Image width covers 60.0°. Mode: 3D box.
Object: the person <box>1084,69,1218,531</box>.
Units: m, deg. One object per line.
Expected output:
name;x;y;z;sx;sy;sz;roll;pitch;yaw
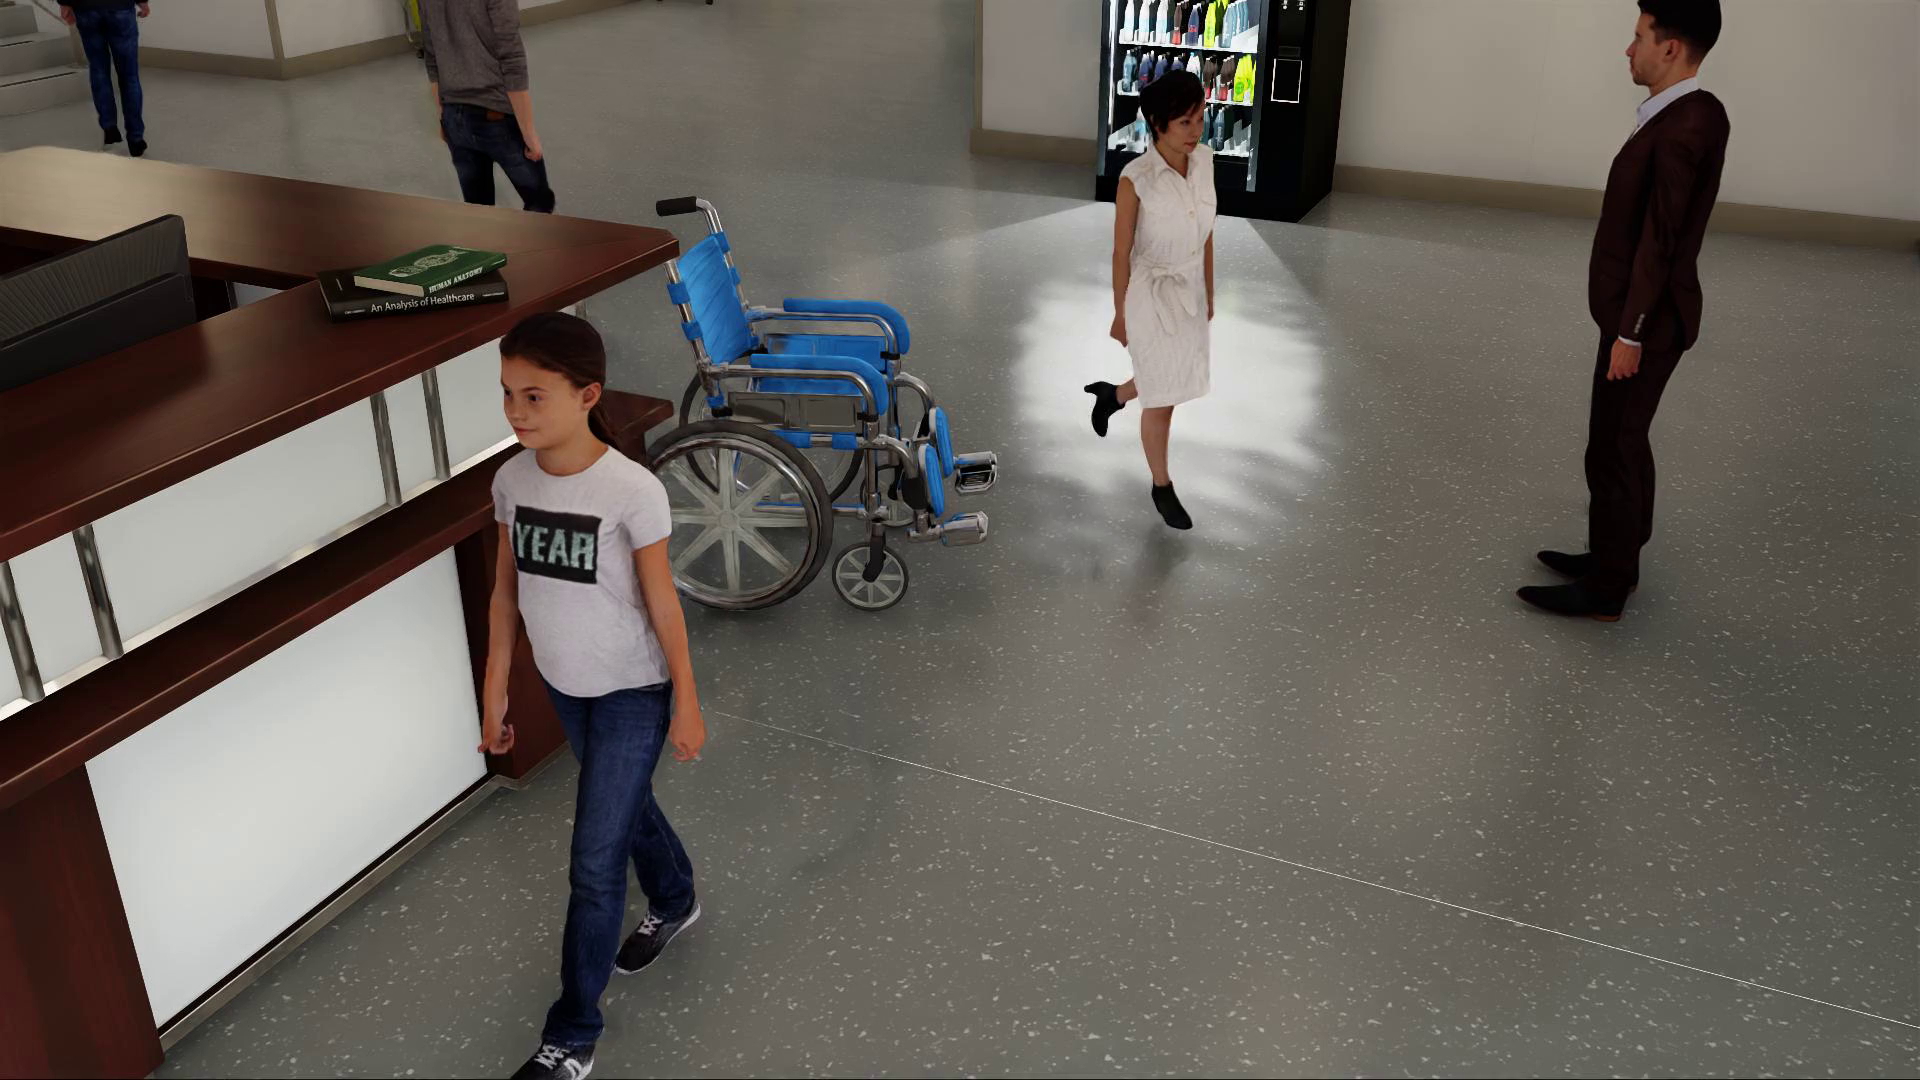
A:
person;0.635;-0.804;5.584;0.826;1.533;0.966;-20;32;-36

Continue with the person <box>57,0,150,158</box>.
person;-5.409;-3.362;10.493;0.780;1.877;0.848;-8;27;-16

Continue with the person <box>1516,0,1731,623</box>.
person;2.030;-0.662;4.914;0.572;1.858;0.670;11;28;22

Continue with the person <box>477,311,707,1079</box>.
person;-0.676;0.266;3.370;0.905;1.529;0.640;12;28;24

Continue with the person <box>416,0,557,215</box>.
person;-2.099;-1.771;7.176;0.581;1.892;0.796;10;27;20
